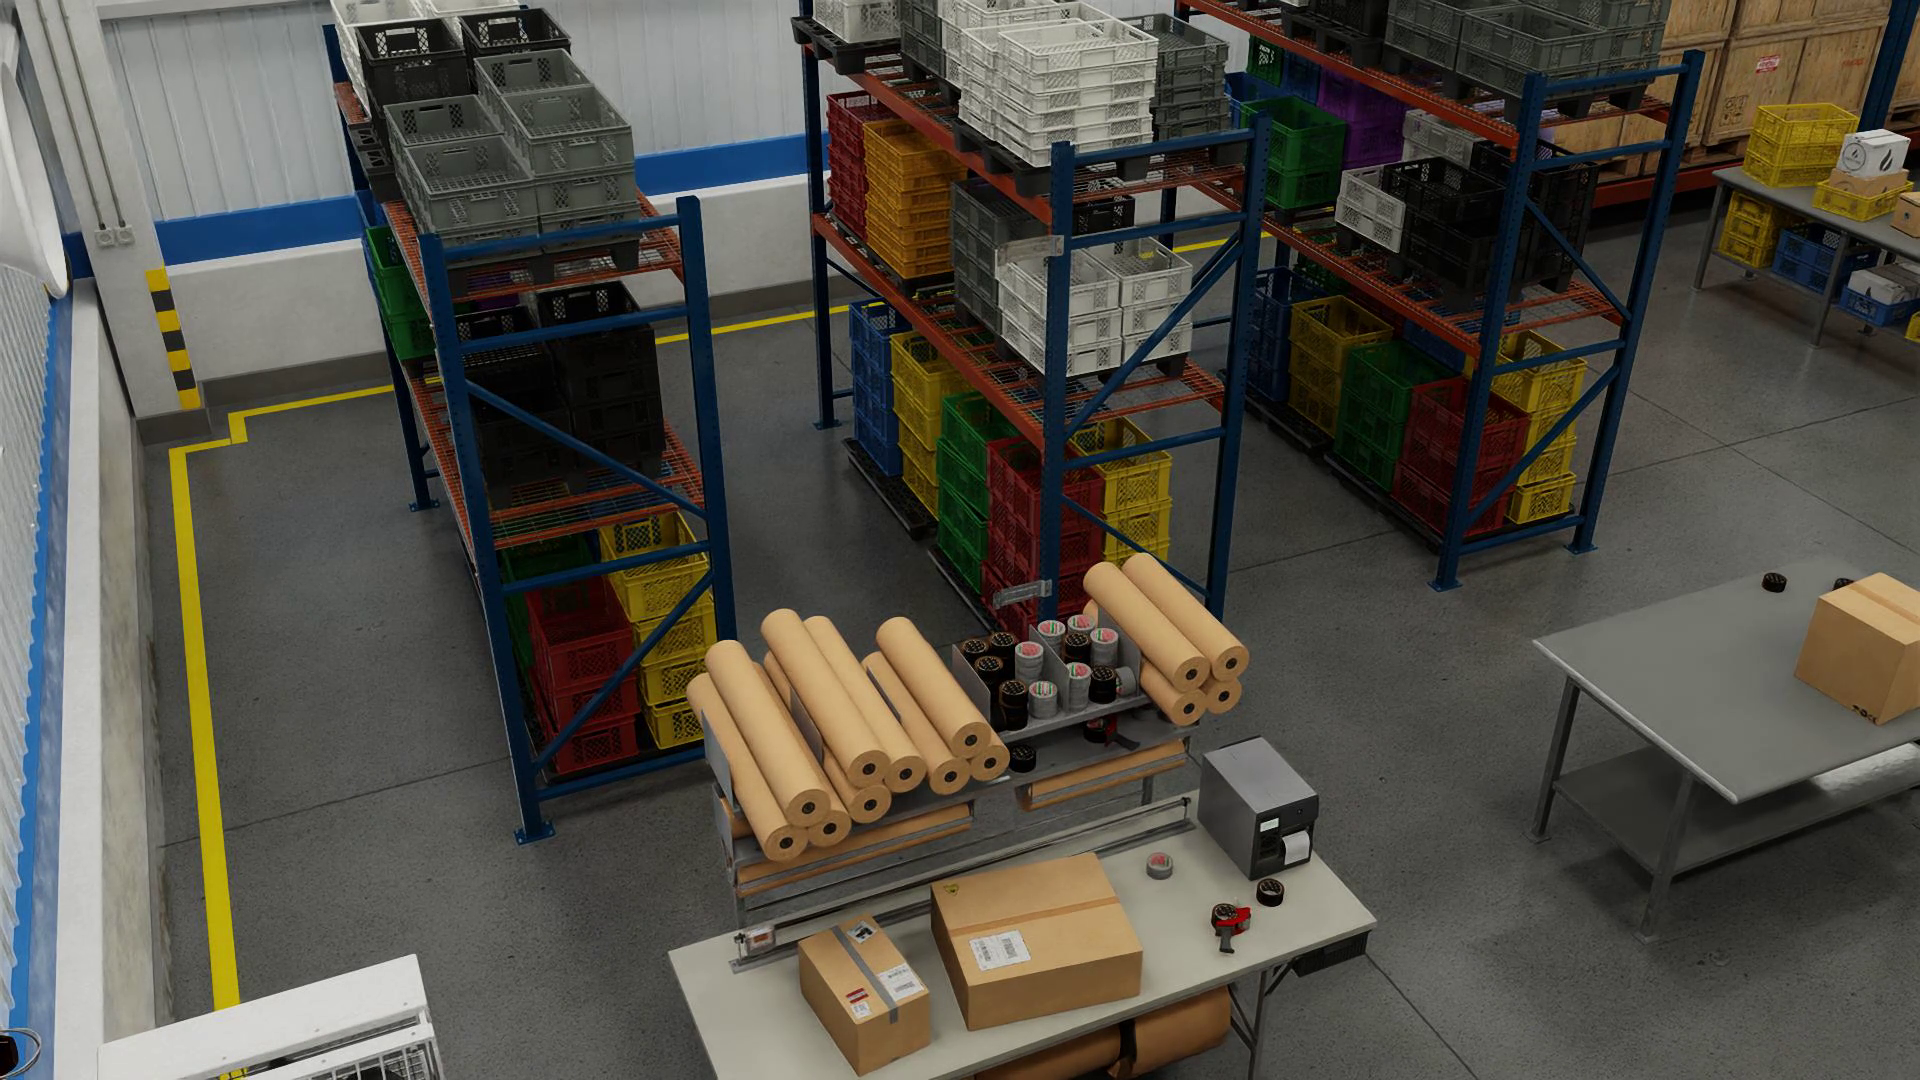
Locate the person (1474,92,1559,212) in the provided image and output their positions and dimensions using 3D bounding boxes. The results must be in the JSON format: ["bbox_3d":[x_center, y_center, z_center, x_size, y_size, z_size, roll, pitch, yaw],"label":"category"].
[{"bbox_3d":[4.264,-2.844,12.984,0.631,1.940,0.369,12,34,19],"label":"person"}]
